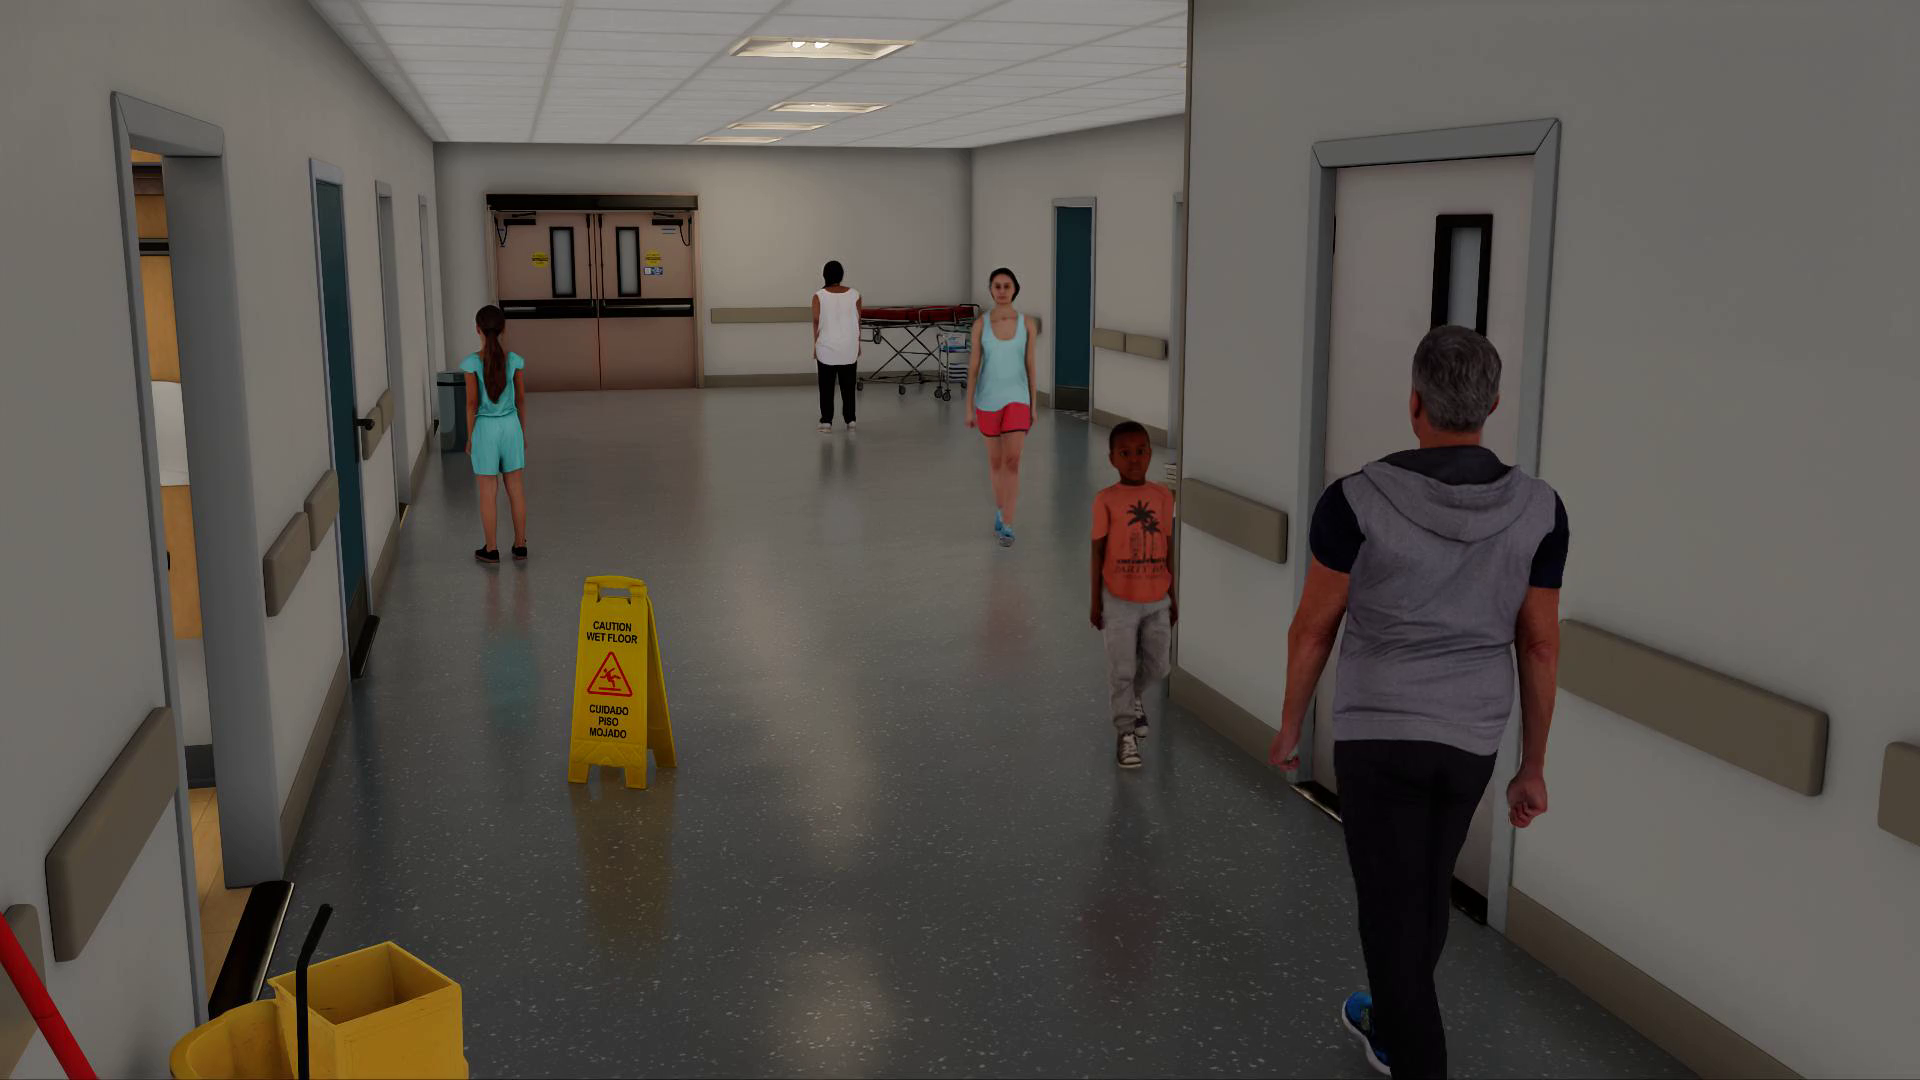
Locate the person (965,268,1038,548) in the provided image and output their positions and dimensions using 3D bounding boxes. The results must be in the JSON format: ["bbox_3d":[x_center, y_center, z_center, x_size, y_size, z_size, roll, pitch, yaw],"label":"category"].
[{"bbox_3d":[0.268,-0.825,10.626,0.858,1.711,1.269,0,11,2],"label":"person"}]

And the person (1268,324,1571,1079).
[{"bbox_3d":[0.988,0.495,3.471,0.832,1.787,1.263,-1,11,-6],"label":"person"}]

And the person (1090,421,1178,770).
[{"bbox_3d":[0.653,0.194,6.358,0.543,1.301,0.715,-1,11,-7],"label":"person"}]

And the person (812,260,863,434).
[{"bbox_3d":[-1.228,-1.912,16.419,0.655,1.688,0.605,-4,11,-18],"label":"person"}]

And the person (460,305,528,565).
[{"bbox_3d":[-2.818,-0.648,10.107,0.612,1.558,0.629,-7,13,-32],"label":"person"}]
